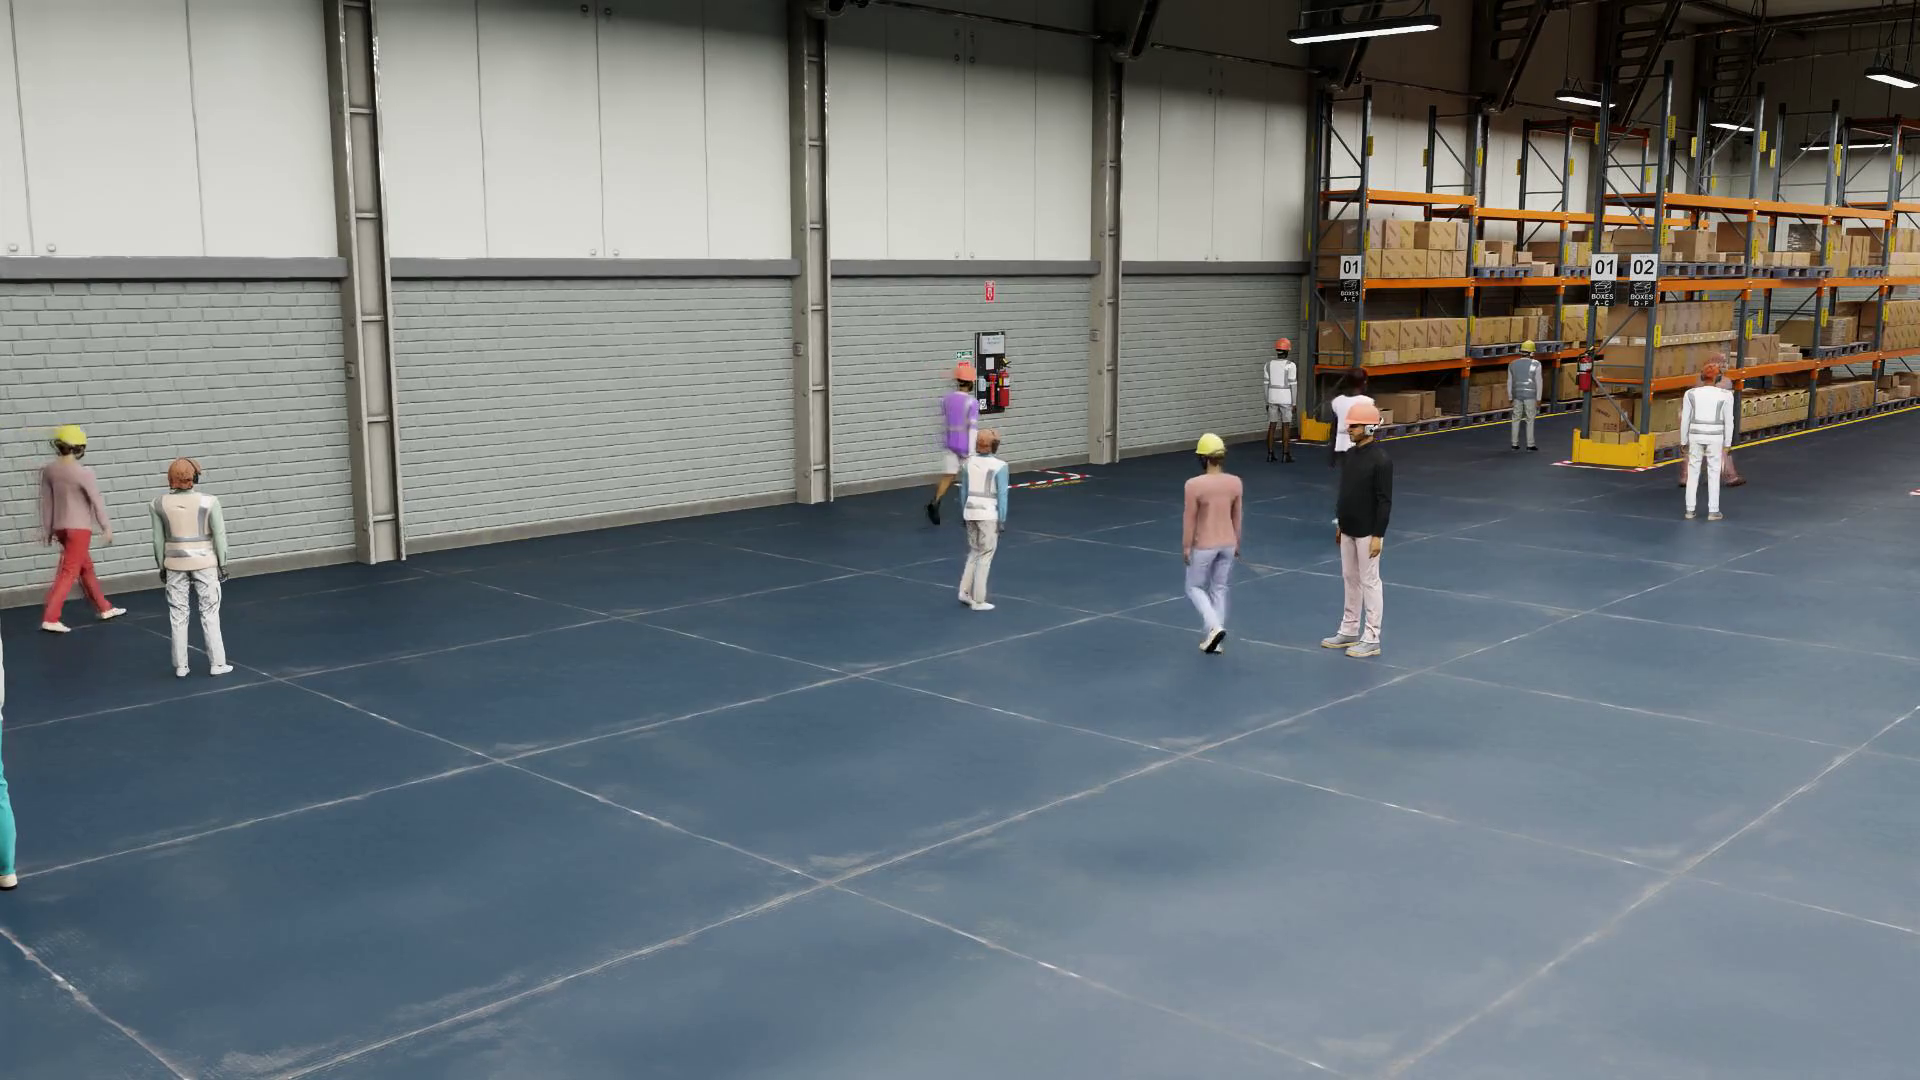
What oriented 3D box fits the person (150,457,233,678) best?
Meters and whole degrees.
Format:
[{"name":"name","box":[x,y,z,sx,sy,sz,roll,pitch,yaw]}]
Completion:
[{"name":"person","box":[-5.674,0.211,12.286,0.514,1.641,0.307,-2,9,-9]}]

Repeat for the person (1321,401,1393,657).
[{"name":"person","box":[3.134,-0.089,13.036,0.377,1.995,0.608,-3,10,-20]}]

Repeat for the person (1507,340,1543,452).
[{"name":"person","box":[9.327,-2.370,27.427,0.586,1.835,0.404,9,13,43]}]

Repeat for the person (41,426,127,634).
[{"name":"person","box":[-7.419,-0.100,13.952,0.541,1.716,0.928,4,10,21]}]

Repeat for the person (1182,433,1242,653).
[{"name":"person","box":[1.984,0.048,12.954,0.527,1.752,0.478,-3,10,-20]}]

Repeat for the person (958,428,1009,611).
[{"name":"person","box":[0.198,-0.179,14.757,0.520,1.611,0.406,9,13,43]}]

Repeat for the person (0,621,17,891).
[{"name":"person","box":[-4.770,0.868,7.900,0.312,1.768,0.530,3,10,15]}]

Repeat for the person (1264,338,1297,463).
[{"name":"person","box":[4.994,-2.165,25.865,0.545,1.938,0.361,7,11,35]}]

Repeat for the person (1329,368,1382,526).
[{"name":"person","box":[4.487,-0.991,18.827,0.460,1.900,0.595,-6,11,-32]}]

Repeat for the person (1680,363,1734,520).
[{"name":"person","box":[8.997,-1.185,20.050,0.584,1.882,0.337,6,11,34]}]

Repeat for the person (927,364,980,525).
[{"name":"person","box":[-0.026,-1.111,19.551,0.543,1.905,0.842,7,12,36]}]

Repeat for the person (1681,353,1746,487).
[{"name":"person","box":[10.406,-1.638,22.907,0.986,1.852,0.664,-3,10,-19]}]
